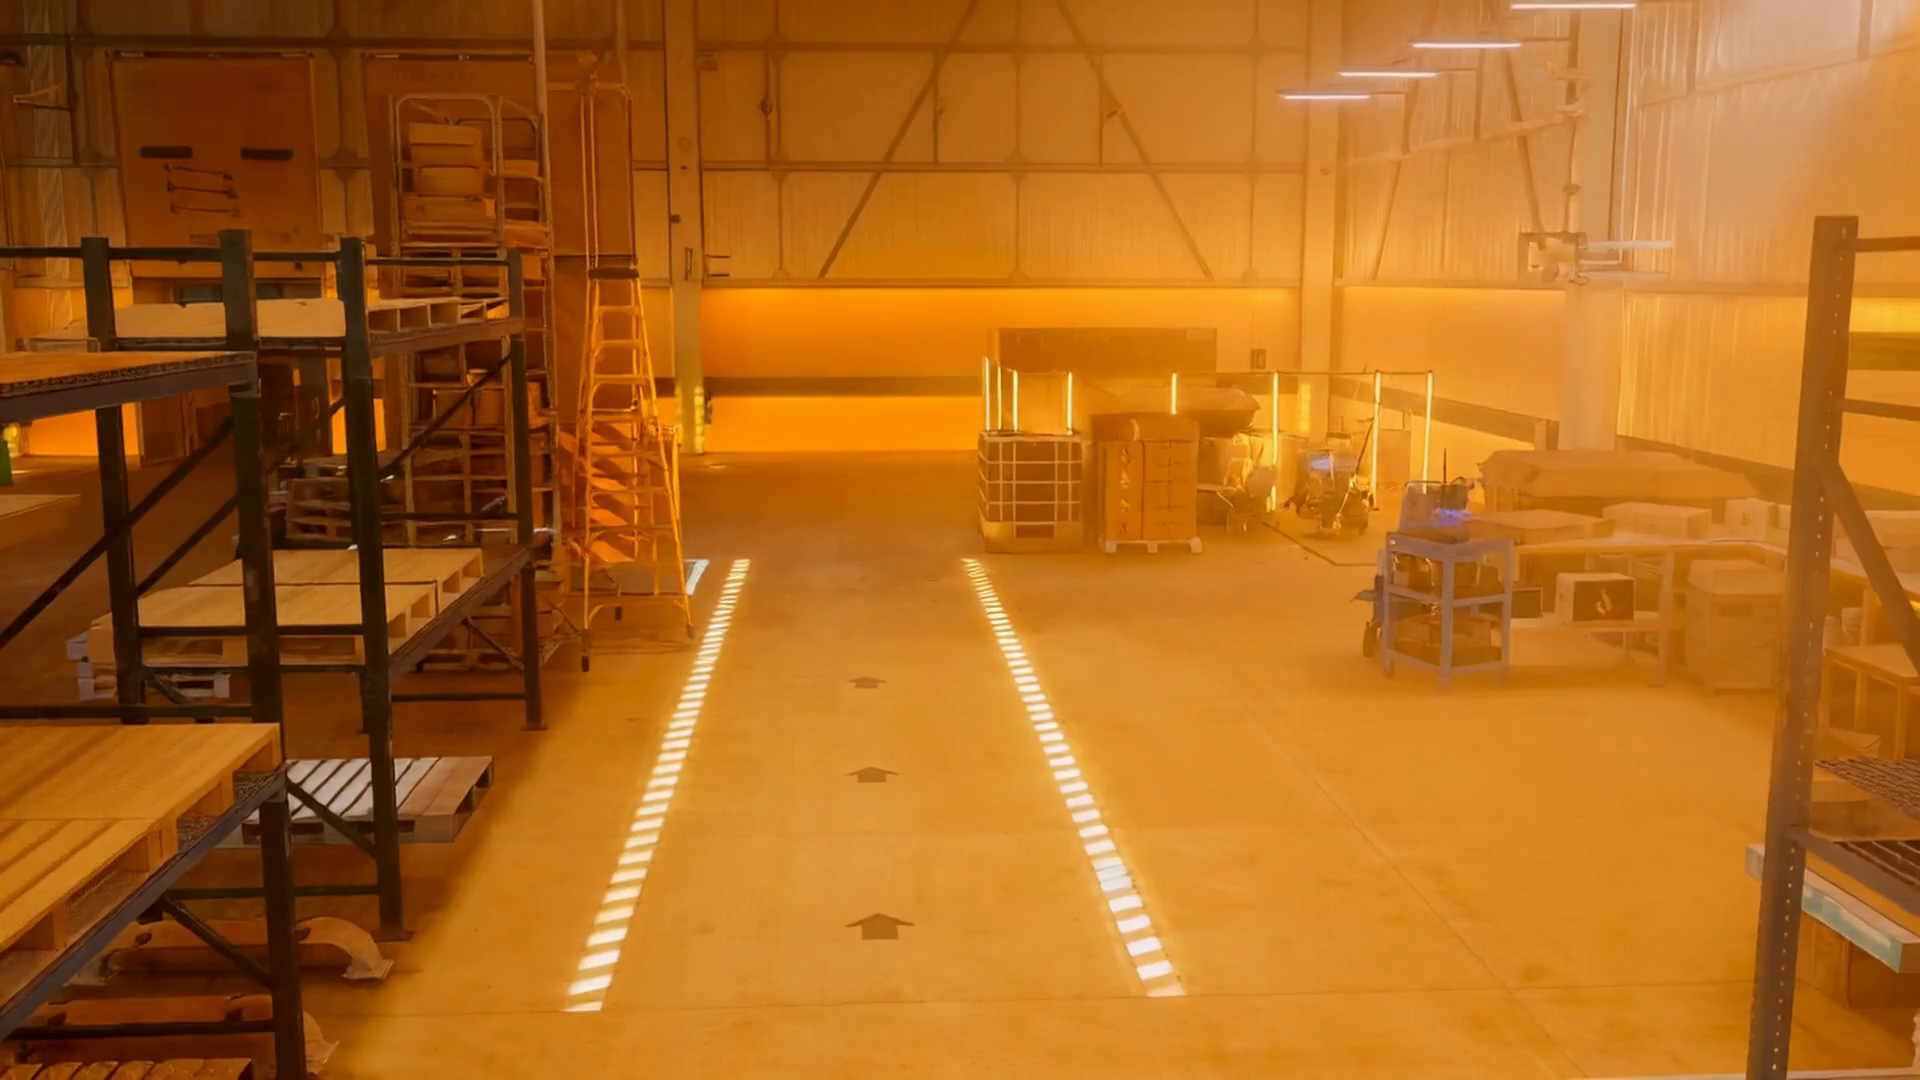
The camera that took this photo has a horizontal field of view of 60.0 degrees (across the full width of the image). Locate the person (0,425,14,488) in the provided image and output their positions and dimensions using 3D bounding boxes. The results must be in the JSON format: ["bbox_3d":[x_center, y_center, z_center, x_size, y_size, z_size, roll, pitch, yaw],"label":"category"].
[{"bbox_3d":[-13.146,-1.668,22.594,0.389,1.930,0.544,-8,12,-42],"label":"person"}]

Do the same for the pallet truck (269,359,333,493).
[{"bbox_3d":[-7.062,-1.131,18.996,1.885,1.965,0.823,2,9,13],"label":"pallet truck"}]
